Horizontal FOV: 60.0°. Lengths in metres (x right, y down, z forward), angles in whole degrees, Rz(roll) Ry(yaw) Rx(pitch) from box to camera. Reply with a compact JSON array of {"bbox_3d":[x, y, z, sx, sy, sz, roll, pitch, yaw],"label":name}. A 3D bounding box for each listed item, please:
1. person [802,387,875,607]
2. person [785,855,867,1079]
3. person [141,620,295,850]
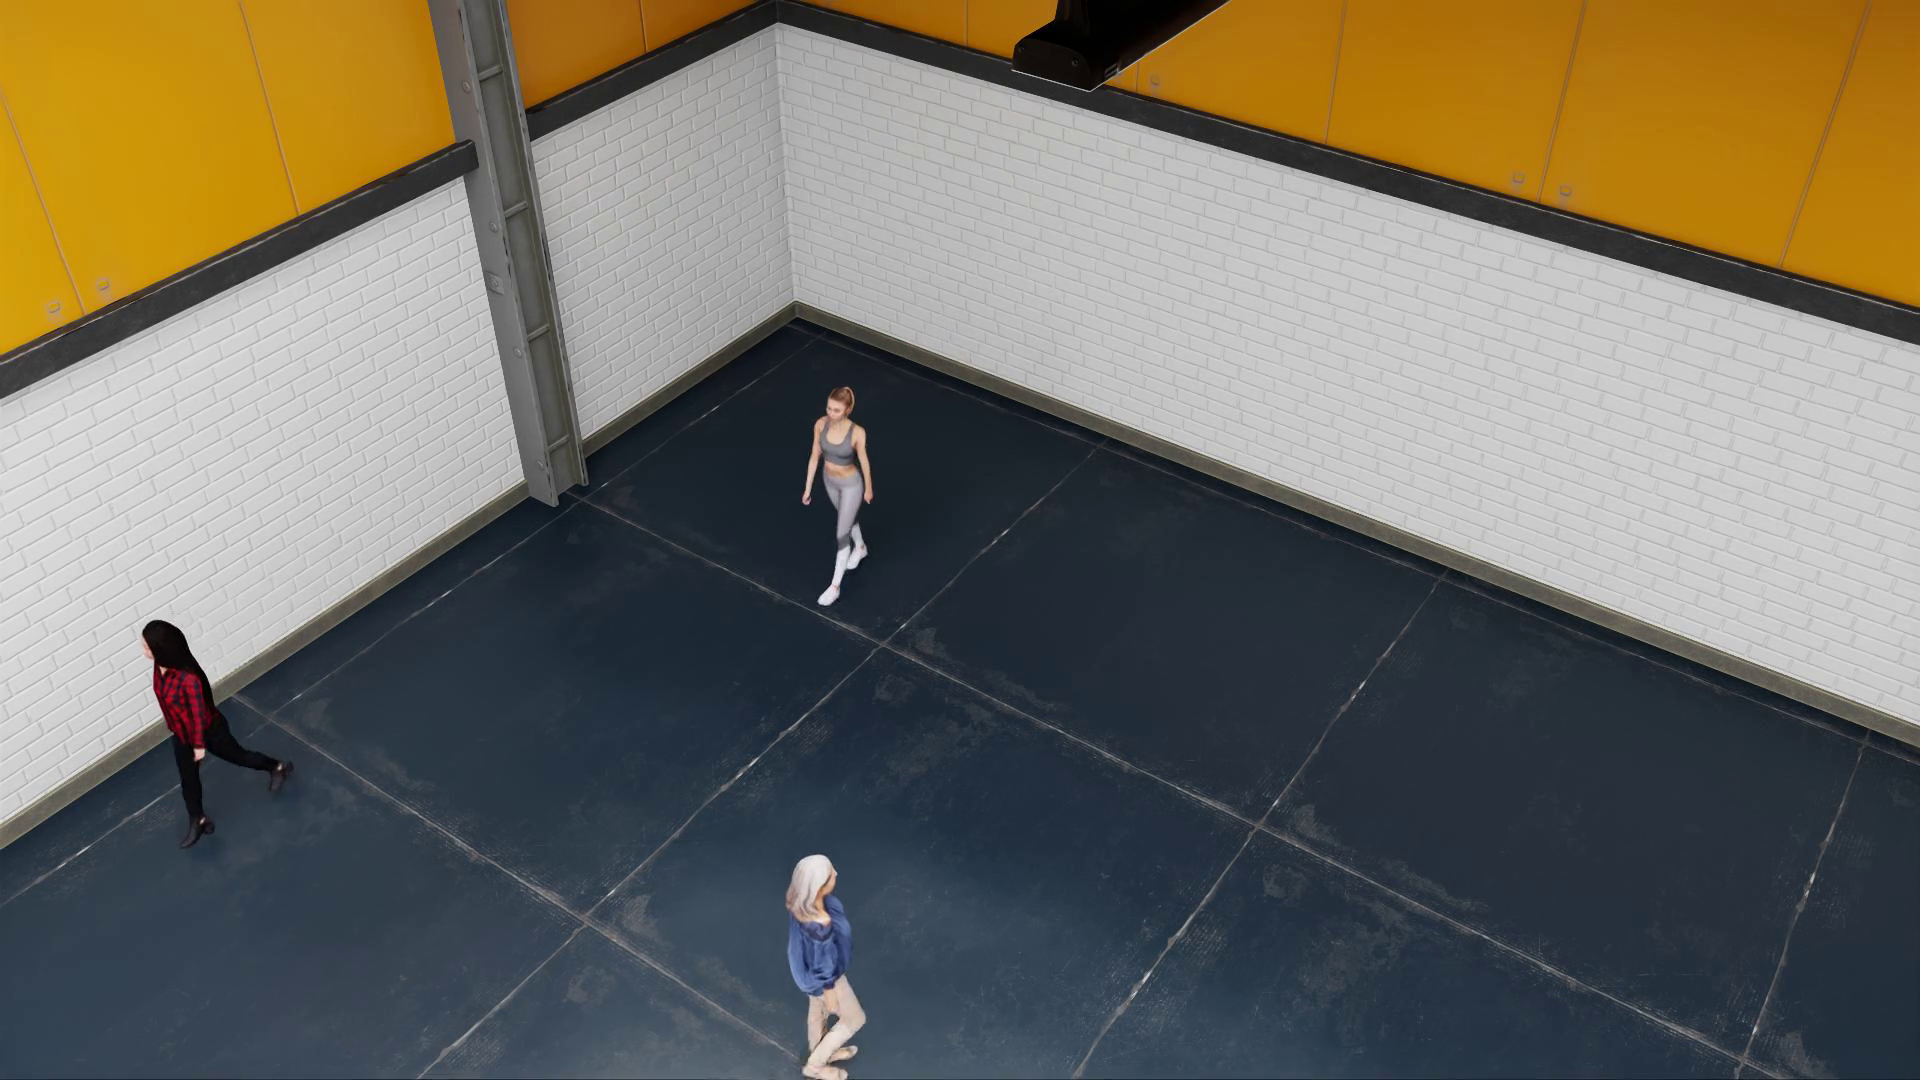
[{"bbox_3d":[-0.806,-0.430,12.081,0.633,1.668,1.044,20,43,23],"label":"person"},{"bbox_3d":[-0.793,2.277,8.672,0.759,1.691,0.728,-13,41,-16],"label":"person"},{"bbox_3d":[-4.572,1.110,10.191,0.600,1.620,1.040,22,44,25],"label":"person"}]
